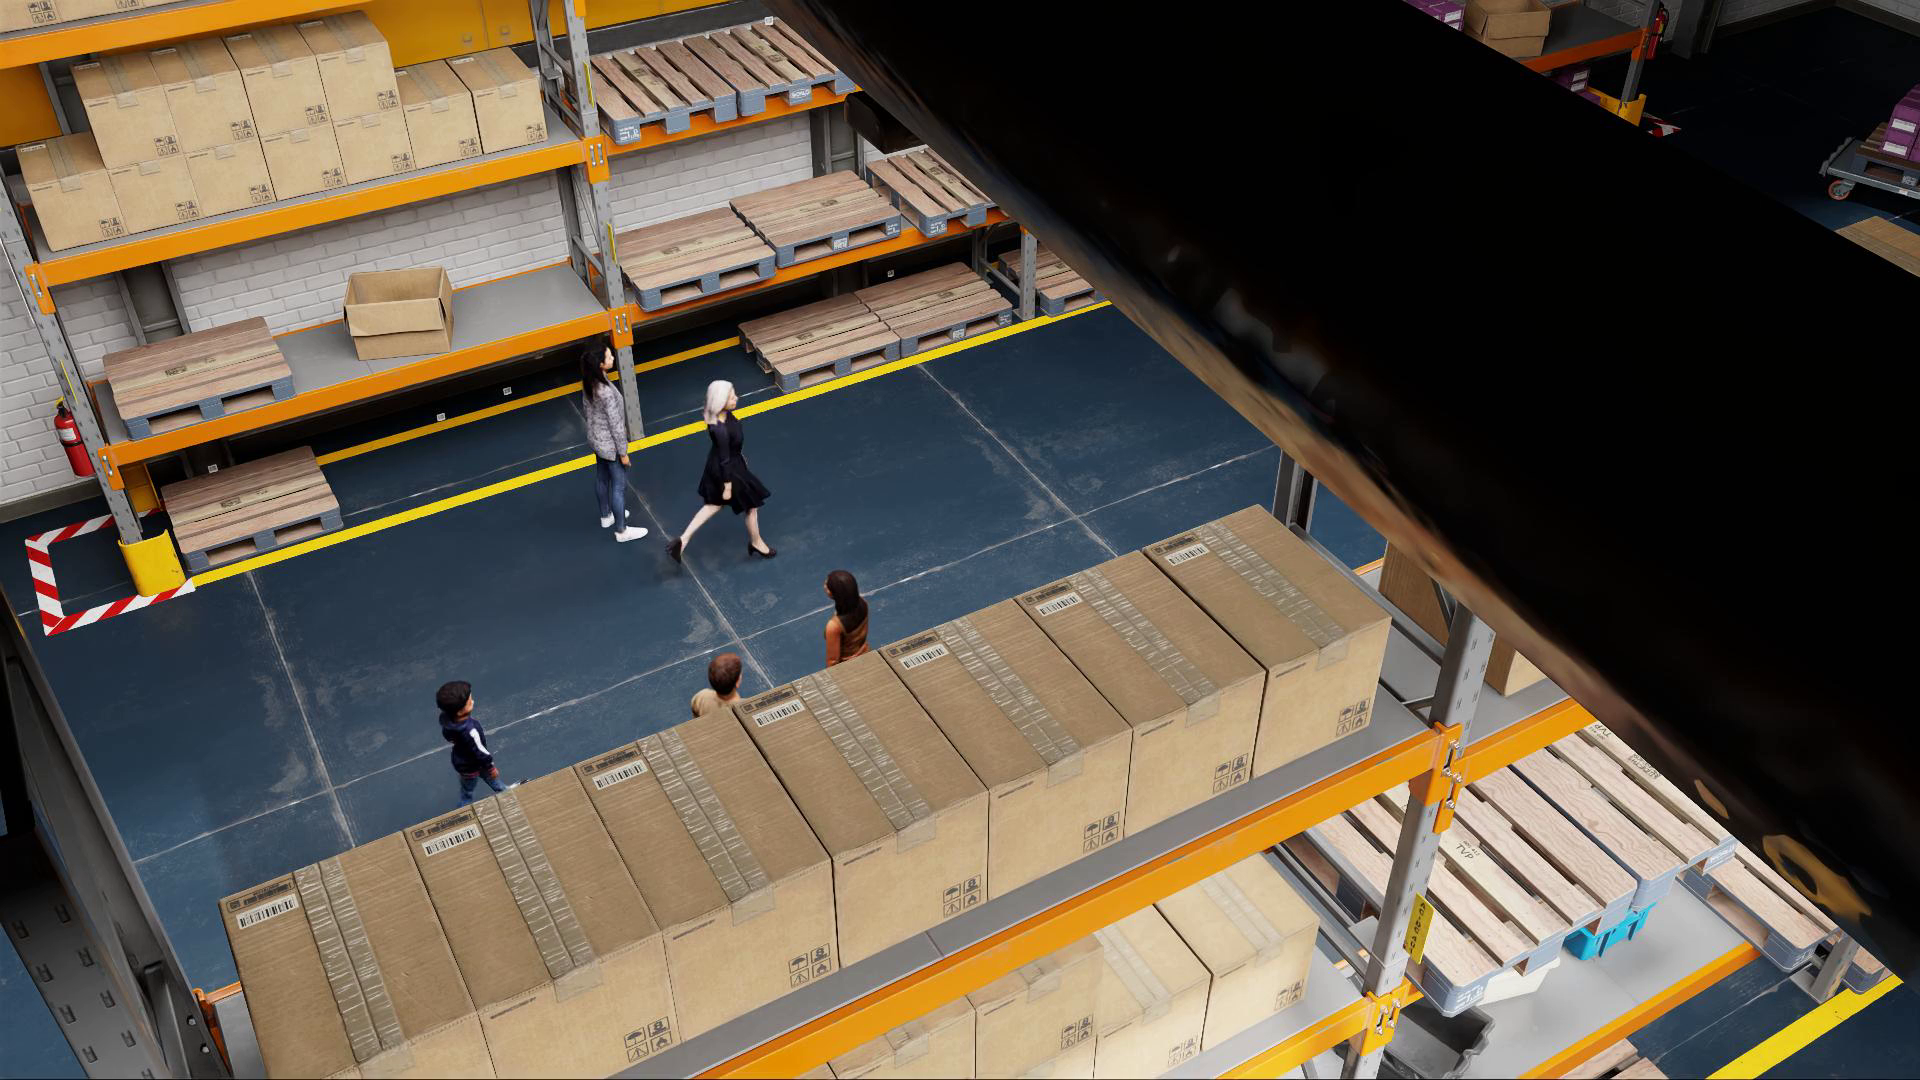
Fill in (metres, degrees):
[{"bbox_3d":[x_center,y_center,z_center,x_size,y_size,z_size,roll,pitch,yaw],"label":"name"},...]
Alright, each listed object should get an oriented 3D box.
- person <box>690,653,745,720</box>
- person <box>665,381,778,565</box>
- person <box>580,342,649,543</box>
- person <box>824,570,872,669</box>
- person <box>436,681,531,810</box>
[{"bbox_3d":[-1.351,1.413,10.090,0.752,1.851,0.779,15,41,18],"label":"person"},{"bbox_3d":[-1.837,-0.460,12.546,1.141,1.713,0.741,-13,40,-16],"label":"person"},{"bbox_3d":[-2.743,-0.779,12.930,0.556,1.731,0.643,-25,45,-28],"label":"person"},{"bbox_3d":[-0.720,0.864,10.912,0.701,1.683,0.605,18,42,21],"label":"person"},{"bbox_3d":[-3.197,1.400,10.628,0.739,1.200,0.528,-20,43,-24],"label":"person"}]
